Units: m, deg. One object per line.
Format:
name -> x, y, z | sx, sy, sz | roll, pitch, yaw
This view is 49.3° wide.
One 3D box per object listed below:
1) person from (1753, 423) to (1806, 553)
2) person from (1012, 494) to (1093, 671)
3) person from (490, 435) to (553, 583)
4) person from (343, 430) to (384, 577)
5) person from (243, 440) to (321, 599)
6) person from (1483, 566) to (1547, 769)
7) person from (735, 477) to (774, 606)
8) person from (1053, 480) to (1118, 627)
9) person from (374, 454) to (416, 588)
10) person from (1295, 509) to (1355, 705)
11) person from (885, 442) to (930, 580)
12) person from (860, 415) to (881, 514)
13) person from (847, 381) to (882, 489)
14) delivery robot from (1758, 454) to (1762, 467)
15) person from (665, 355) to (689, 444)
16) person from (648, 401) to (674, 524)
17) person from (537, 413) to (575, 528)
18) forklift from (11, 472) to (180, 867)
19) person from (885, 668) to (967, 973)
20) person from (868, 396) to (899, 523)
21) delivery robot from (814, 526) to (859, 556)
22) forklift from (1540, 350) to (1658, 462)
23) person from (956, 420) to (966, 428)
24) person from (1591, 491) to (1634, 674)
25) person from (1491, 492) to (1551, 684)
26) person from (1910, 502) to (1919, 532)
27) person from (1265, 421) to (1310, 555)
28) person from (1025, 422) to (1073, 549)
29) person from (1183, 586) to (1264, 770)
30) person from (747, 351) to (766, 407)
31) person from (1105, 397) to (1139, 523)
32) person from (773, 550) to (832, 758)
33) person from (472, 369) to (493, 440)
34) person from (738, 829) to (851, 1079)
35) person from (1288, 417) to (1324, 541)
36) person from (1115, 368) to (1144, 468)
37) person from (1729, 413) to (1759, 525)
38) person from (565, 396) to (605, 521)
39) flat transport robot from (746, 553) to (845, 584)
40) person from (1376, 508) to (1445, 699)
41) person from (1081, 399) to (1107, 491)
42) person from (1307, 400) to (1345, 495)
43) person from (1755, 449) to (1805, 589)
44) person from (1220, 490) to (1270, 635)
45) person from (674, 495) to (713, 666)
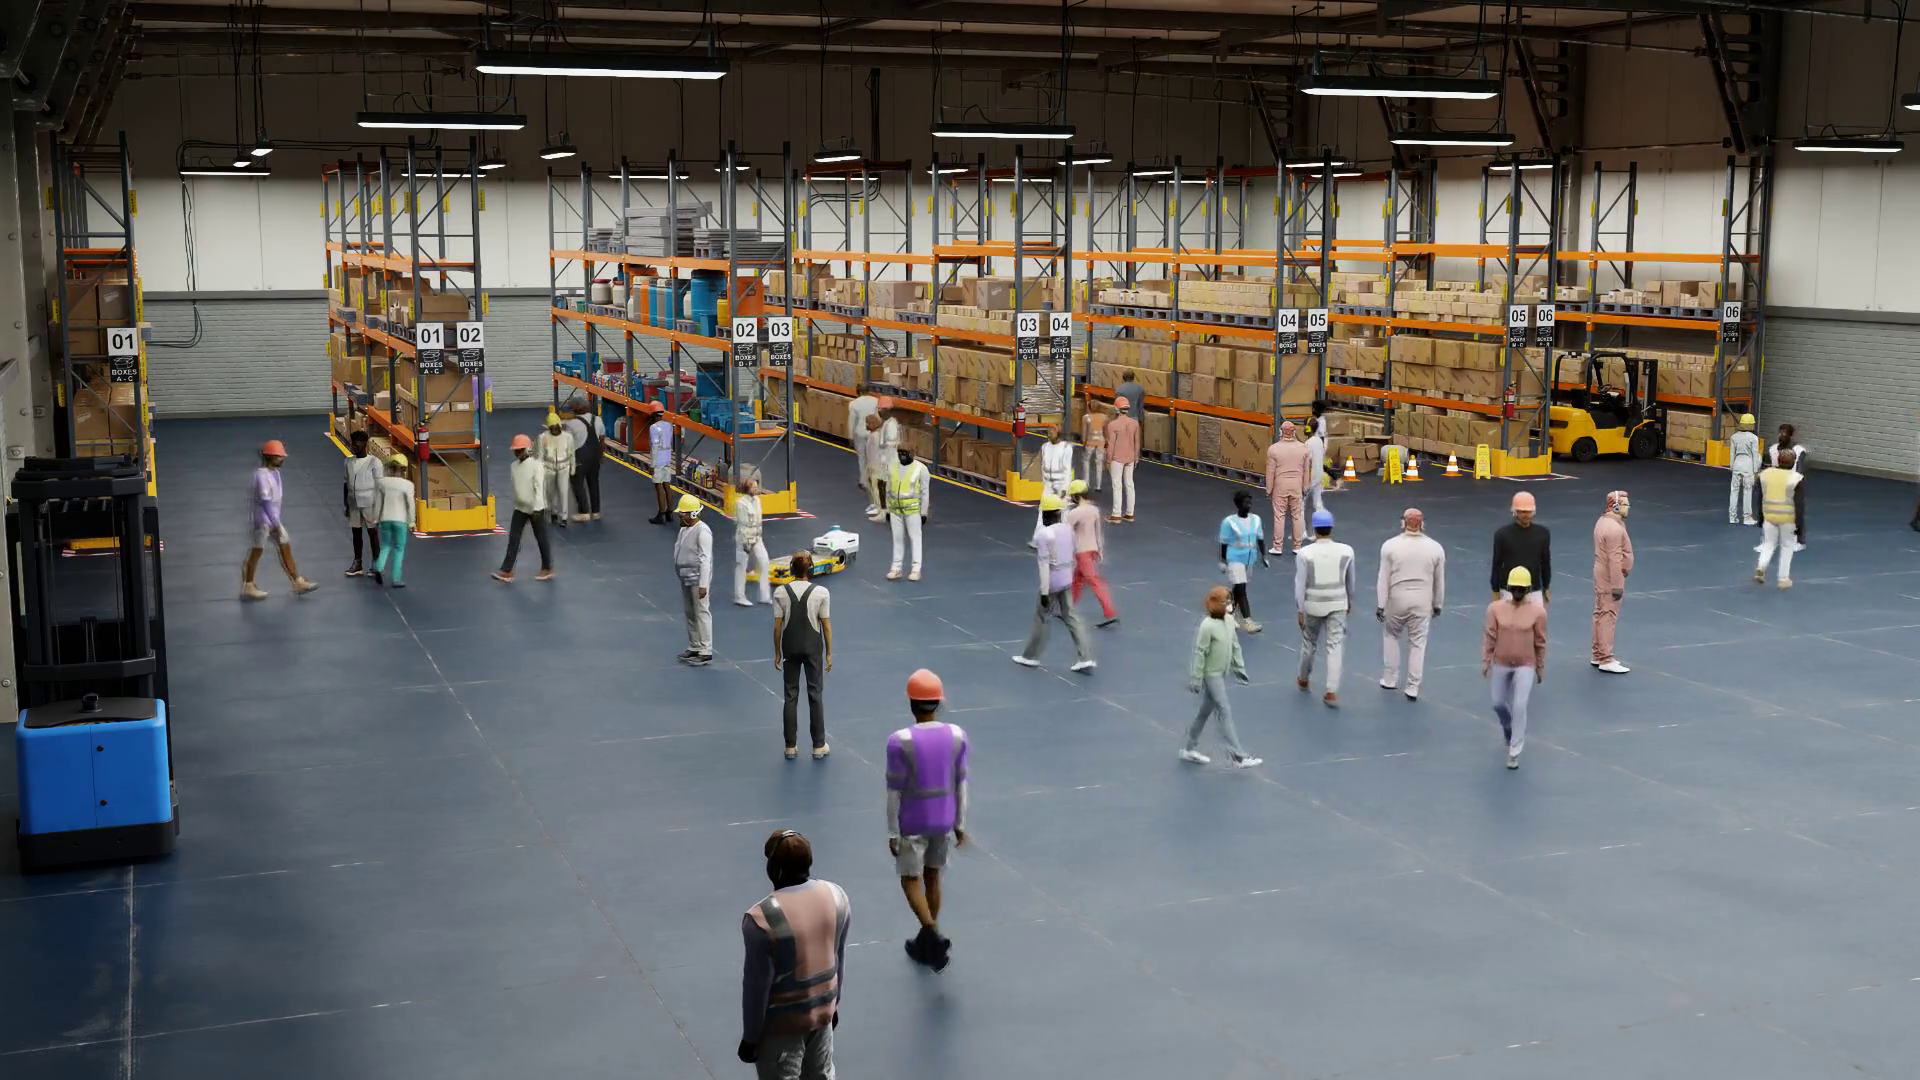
person -> 11.837, -0.742, 30.043 | 0.998, 1.862, 0.611 | -6, 10, -33
person -> 1.018, 0.446, 22.101 | 1.002, 1.878, 0.611 | 8, 11, 41
person -> -5.736, -0.408, 27.525 | 0.628, 1.939, 1.004 | 5, 10, 30
person -> -8.005, -0.495, 28.053 | 0.606, 1.966, 0.367 | 3, 9, 18
person -> -8.595, -0.250, 26.327 | 1.008, 1.988, 0.623 | 1, 9, 6
person -> 4.855, 1.073, 18.302 | 0.535, 1.750, 0.643 | 4, 9, 24
person -> -2.510, 0.028, 25.709 | 0.690, 1.609, 0.535 | 5, 10, 29
person -> 1.487, 0.146, 24.640 | 0.941, 1.710, 0.532 | 6, 11, 36
person -> -7.315, -0.244, 27.116 | 0.558, 1.735, 0.469 | 2, 9, 13
person -> 3.604, 0.644, 20.717 | 0.612, 1.897, 0.966 | 0, 9, 2
person -> -0.720, -0.388, 27.761 | 0.632, 1.840, 0.429 | 4, 10, 27
person -> -1.443, -1.223, 34.066 | 0.397, 1.622, 0.508 | -2, 9, -12
person -> -1.723, -1.875, 37.383 | 0.655, 1.926, 0.433 | -5, 10, -30
delivery robot -> 14.928, -1.543, 39.556 | 0.477, 0.478, 0.707 | 2, 9, 13
person -> -6.117, -3.027, 45.010 | 0.605, 1.944, 0.403 | 1, 9, 9
person -> -4.760, -1.236, 33.100 | 0.373, 1.933, 0.549 | 4, 9, 24
person -> -6.334, -1.118, 32.883 | 0.583, 1.785, 0.947 | -2, 9, -11
forklift -> -6.630, 0.886, 15.957 | 1.129, 2.768, 1.873 | -3, 9, -21
person -> -0.190, 1.769, 13.133 | 0.549, 1.919, 0.717 | -4, 9, -23
person -> -1.067, -1.272, 33.070 | 0.692, 2.017, 0.619 | -2, 9, -15
delivery robot -> -1.708, 0.043, 28.981 | 0.477, 0.478, 0.707 | 5, 10, 31
forklift -> 12.897, -2.725, 42.309 | 2.313, 2.155, 1.214 | -3, 9, -21
person -> -0.012, -3.580, 48.803 | 0.595, 1.912, 0.439 | -2, 9, -11
person -> 6.894, 0.427, 22.103 | 0.401, 1.910, 0.641 | 1, 9, 6
person -> 5.750, 0.481, 21.470 | 0.637, 1.983, 0.466 | -1, 9, -6
person -> 14.903, -1.025, 31.856 | 0.548, 1.894, 0.997 | -2, 9, -12
person -> 4.656, -0.737, 29.866 | 0.639, 1.909, 0.409 | -1, 9, -10
person -> 1.319, -0.762, 30.241 | 0.579, 1.848, 0.917 | 7, 11, 37
person -> 2.278, 1.186, 18.098 | 0.859, 1.587, 0.507 | 5, 10, 32
person -> -5.170, -3.931, 52.126 | 0.784, 1.598, 0.530 | -1, 9, -4
person -> 2.556, -1.271, 33.132 | 0.622, 1.994, 0.381 | -6, 10, -34
person -> -1.385, 1.002, 18.475 | 0.514, 1.843, 0.327 | 1, 9, 4
person -> -10.052, -2.775, 43.789 | 0.572, 1.815, 0.881 | -2, 9, -14
person -> -0.813, 2.278, 9.982 | 0.429, 1.845, 0.622 | 8, 12, 42
person -> 5.192, -0.905, 31.200 | 0.704, 1.849, 0.533 | 7, 11, 40
person -> 3.270, -2.357, 40.560 | 0.635, 1.937, 0.352 | -4, 10, -26
person -> 12.363, -1.123, 32.985 | 0.297, 1.744, 0.487 | -7, 11, -38
person -> -6.010, -1.318, 33.439 | 0.556, 2.000, 0.750 | 7, 11, 41
flat transport robot -> -2.210, 0.369, 28.059 | 0.652, 0.197, 1.431 | 5, 10, 31
person -> 4.480, 0.612, 20.939 | 0.685, 1.879, 0.773 | 0, 9, 1
person -> 2.370, -1.689, 37.178 | 0.521, 1.619, 0.581 | -2, 9, -15
person -> 6.331, -1.618, 36.562 | 0.784, 1.668, 0.536 | 0, 9, 3
person -> 10.597, -0.275, 27.067 | 0.528, 1.820, 0.637 | -8, 12, -43
person -> 3.286, 0.252, 24.081 | 0.544, 1.644, 0.861 | -5, 10, -31
person -> -2.858, 0.419, 22.449 | 0.404, 1.825, 0.598 | -5, 10, -32
